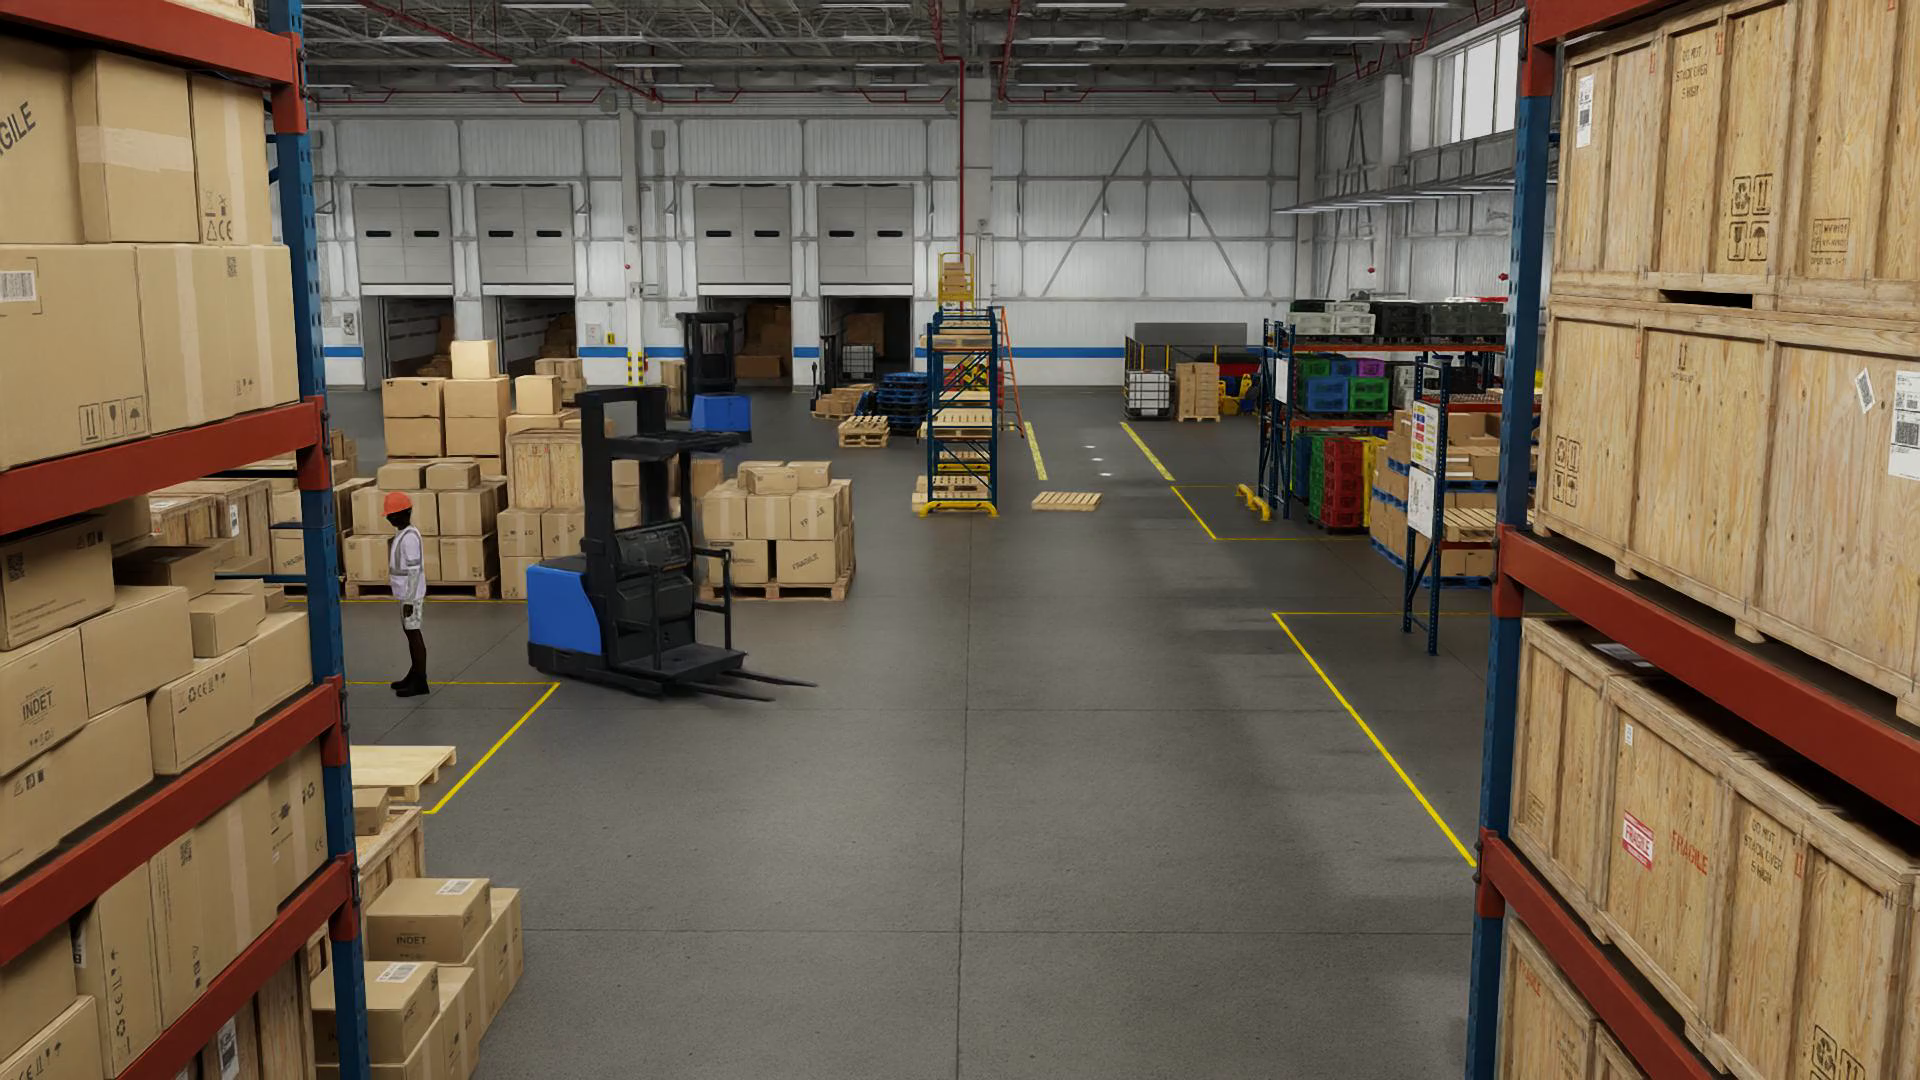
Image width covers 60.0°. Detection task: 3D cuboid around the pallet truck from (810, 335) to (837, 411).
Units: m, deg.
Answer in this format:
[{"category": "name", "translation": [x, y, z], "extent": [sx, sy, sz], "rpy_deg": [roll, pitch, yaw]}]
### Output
[{"category": "pallet truck", "translation": [-3.021, -4.312, 43.126], "extent": [1.885, 1.965, 0.823], "rpy_deg": [3, 10, 17]}]

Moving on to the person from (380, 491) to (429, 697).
[{"category": "person", "translation": [-5.190, 0.499, 15.563], "extent": [0.366, 1.931, 0.542], "rpy_deg": [-5, 11, -24]}]

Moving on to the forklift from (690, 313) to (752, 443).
[{"category": "forklift", "translation": [-5.311, -3.521, 36.017], "extent": [1.129, 2.768, 1.873], "rpy_deg": [-5, 11, -25]}]

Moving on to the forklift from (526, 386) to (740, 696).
[{"category": "forklift", "translation": [-3.244, -0.074, 16.127], "extent": [1.873, 2.768, 1.129], "rpy_deg": [6, 12, 33]}]
